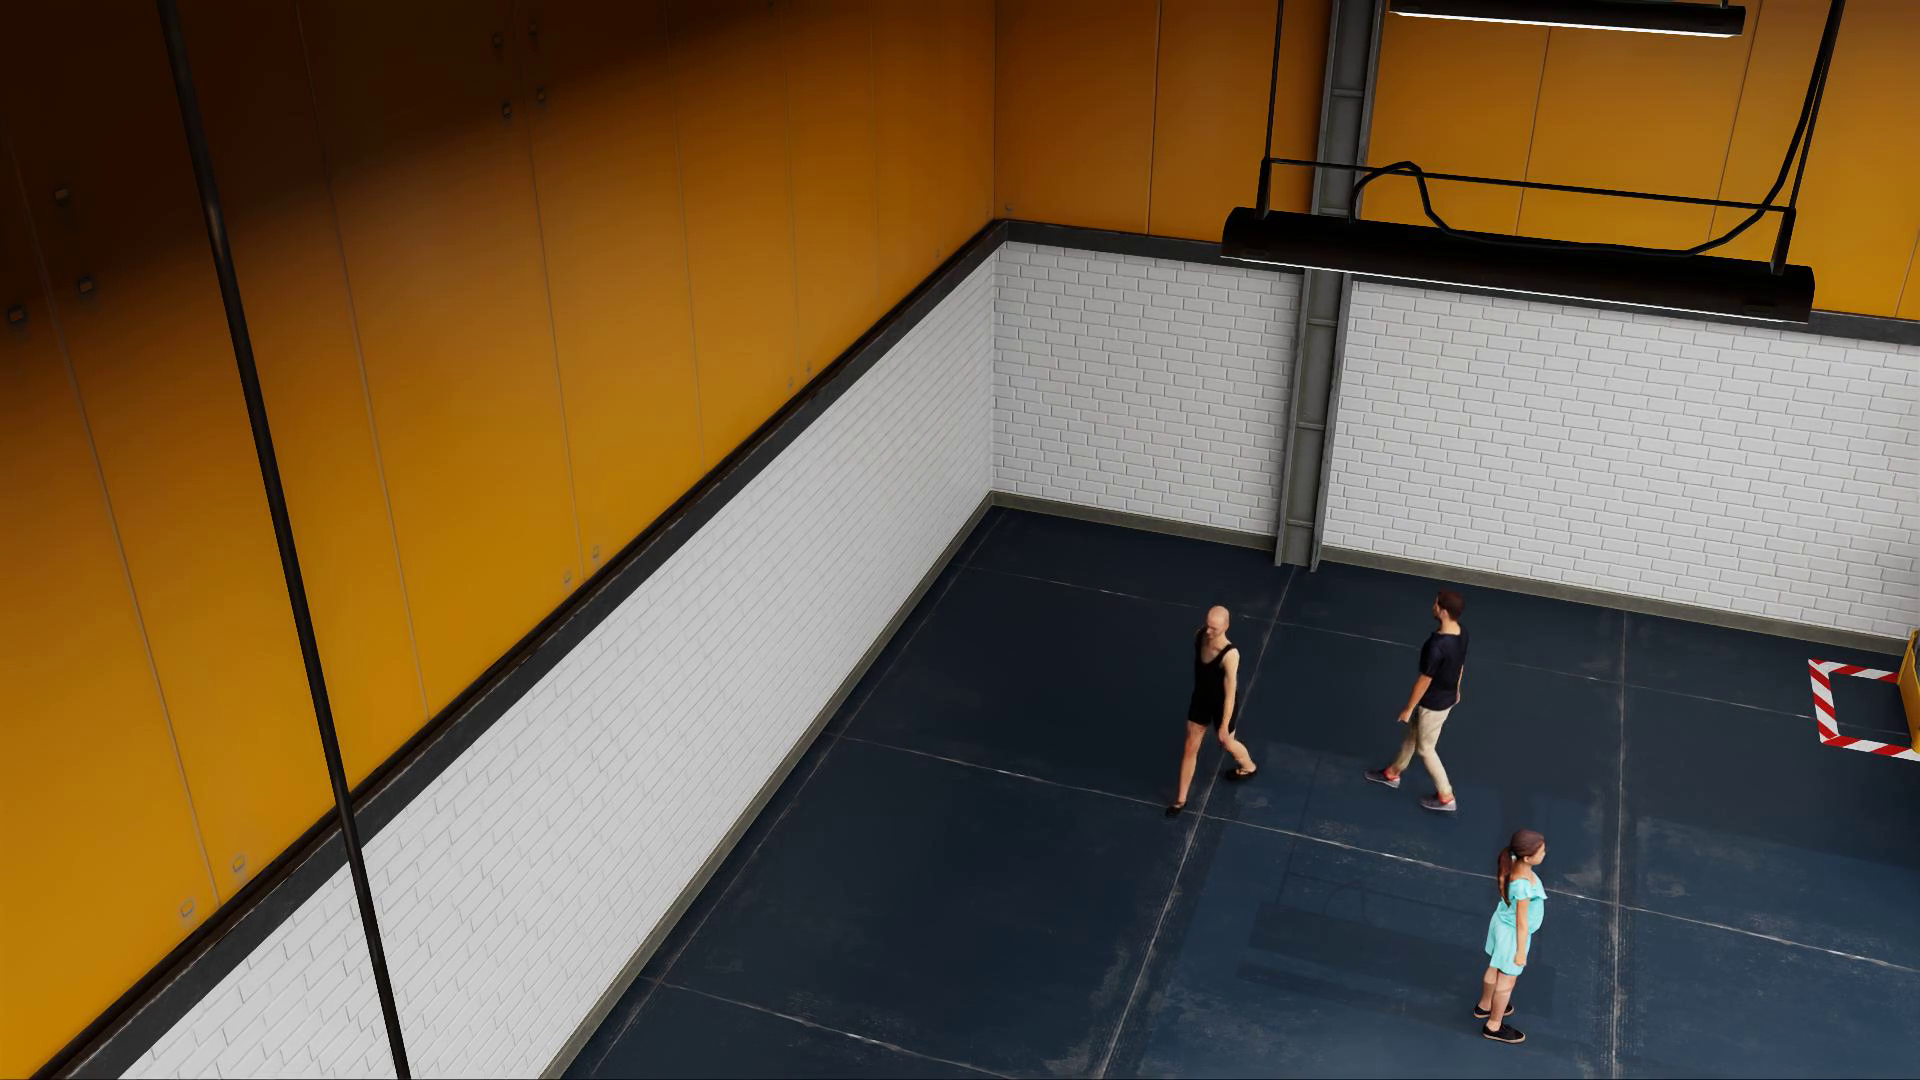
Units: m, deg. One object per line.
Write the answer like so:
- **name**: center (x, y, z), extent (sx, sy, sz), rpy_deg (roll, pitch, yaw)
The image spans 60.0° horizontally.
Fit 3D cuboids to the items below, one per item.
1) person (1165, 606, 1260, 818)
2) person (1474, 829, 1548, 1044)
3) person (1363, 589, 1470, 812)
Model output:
- **person**: center (1.971, 1.217, 12.436), extent (1.161, 1.759, 1.197), rpy_deg (-14, 32, -25)
- **person**: center (3.448, 2.445, 10.393), extent (0.634, 1.558, 0.615), rpy_deg (1, 29, 2)
- **person**: center (3.587, 1.241, 12.340), extent (1.073, 1.809, 0.852), rpy_deg (20, 34, 32)
